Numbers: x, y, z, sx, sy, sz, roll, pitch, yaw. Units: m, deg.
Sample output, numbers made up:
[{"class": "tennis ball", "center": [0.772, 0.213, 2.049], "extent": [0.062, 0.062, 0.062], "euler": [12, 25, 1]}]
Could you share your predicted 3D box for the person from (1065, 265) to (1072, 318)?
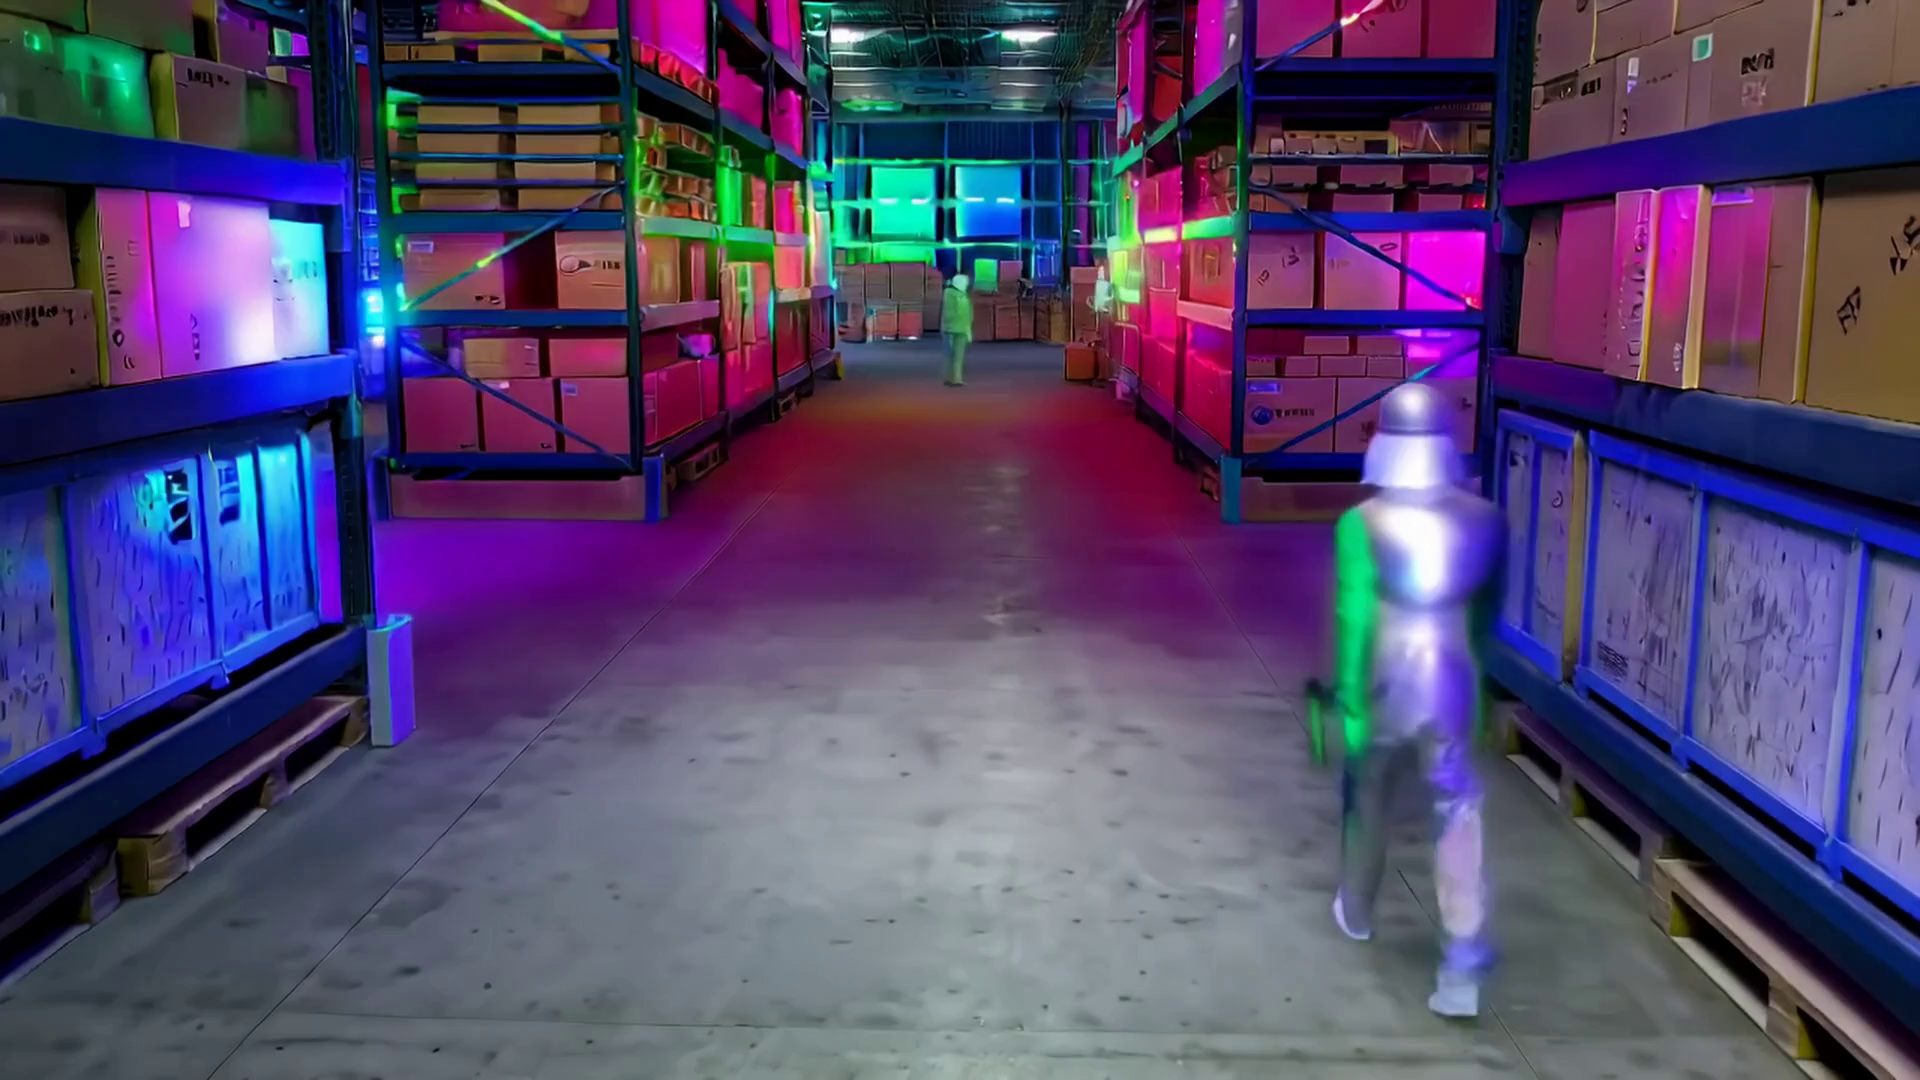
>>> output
[{"class": "person", "center": [4.008, -8.965, 60.158], "extent": [0.581, 1.919, 0.392], "euler": [-8, 12, -39]}]

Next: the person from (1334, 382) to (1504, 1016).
[{"class": "person", "center": [1.270, 0.417, 4.617], "extent": [0.486, 1.703, 0.908], "euler": [0, 9, 0]}]

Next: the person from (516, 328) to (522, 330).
[{"class": "person", "center": [-5.375, -2.325, 21.079], "extent": [0.547, 1.679, 0.565], "euler": [0, 9, 1]}]

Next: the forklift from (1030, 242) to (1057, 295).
[{"class": "forklift", "center": [3.230, -10.146, 64.339], "extent": [1.129, 2.768, 1.873], "euler": [0, 9, 1]}]

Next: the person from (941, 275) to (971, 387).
[{"class": "person", "center": [-0.051, -3.384, 27.021], "extent": [0.435, 1.825, 0.684], "euler": [-7, 12, -38]}]

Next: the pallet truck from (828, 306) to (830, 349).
[{"class": "pallet truck", "center": [-3.100, -3.940, 29.800], "extent": [1.885, 1.965, 0.823], "euler": [3, 10, 19]}]

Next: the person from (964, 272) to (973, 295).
[{"class": "person", "center": [0.285, -8.857, 60.182], "extent": [0.545, 1.691, 0.319], "euler": [-1, 9, -3]}]

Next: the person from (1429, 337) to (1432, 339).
[{"class": "person", "center": [12.760, -6.180, 43.544], "extent": [1.009, 1.873, 0.756], "euler": [9, 13, 42]}]

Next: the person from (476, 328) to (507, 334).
[{"class": "person", "center": [-7.879, -3.606, 27.979], "extent": [0.552, 1.935, 0.366], "euler": [0, 9, 3]}]

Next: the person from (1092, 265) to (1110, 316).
[{"class": "person", "center": [3.390, -5.433, 38.840], "extent": [0.845, 1.973, 0.606], "euler": [-2, 10, -14]}]
